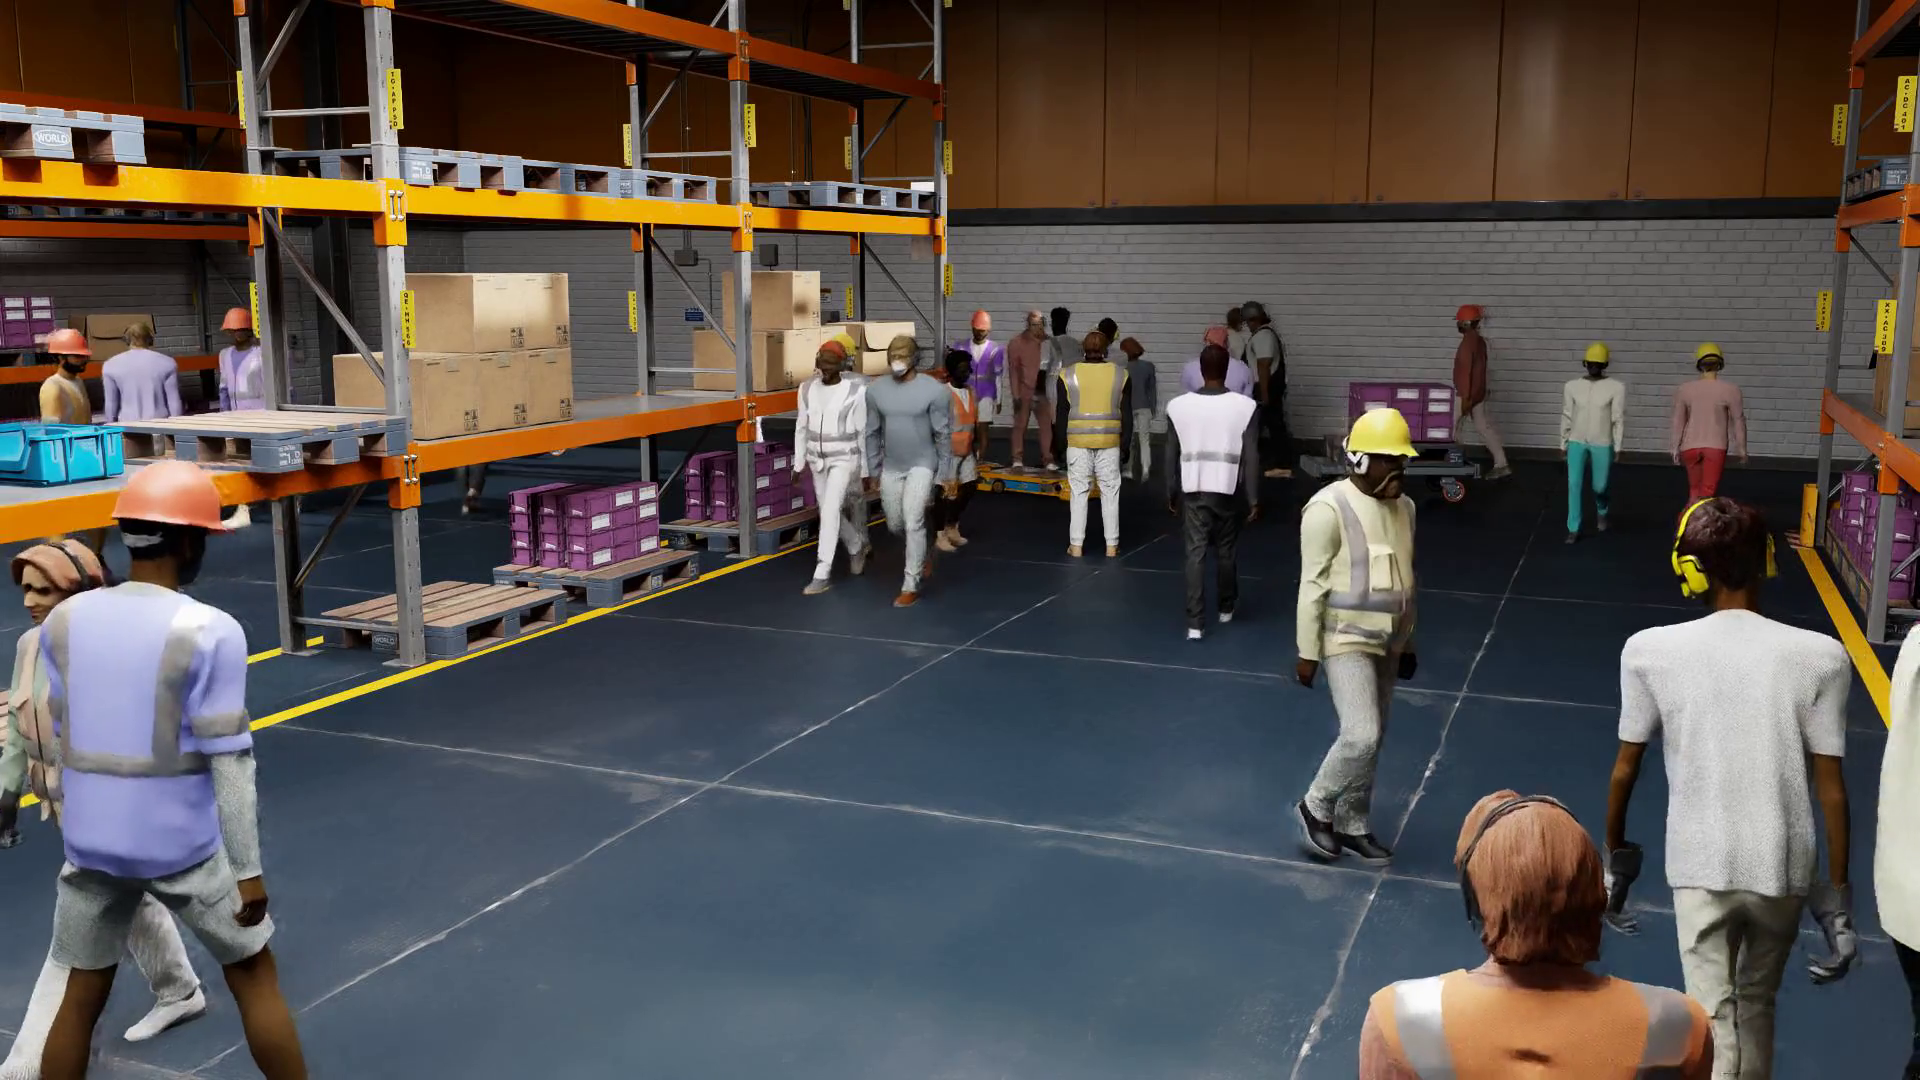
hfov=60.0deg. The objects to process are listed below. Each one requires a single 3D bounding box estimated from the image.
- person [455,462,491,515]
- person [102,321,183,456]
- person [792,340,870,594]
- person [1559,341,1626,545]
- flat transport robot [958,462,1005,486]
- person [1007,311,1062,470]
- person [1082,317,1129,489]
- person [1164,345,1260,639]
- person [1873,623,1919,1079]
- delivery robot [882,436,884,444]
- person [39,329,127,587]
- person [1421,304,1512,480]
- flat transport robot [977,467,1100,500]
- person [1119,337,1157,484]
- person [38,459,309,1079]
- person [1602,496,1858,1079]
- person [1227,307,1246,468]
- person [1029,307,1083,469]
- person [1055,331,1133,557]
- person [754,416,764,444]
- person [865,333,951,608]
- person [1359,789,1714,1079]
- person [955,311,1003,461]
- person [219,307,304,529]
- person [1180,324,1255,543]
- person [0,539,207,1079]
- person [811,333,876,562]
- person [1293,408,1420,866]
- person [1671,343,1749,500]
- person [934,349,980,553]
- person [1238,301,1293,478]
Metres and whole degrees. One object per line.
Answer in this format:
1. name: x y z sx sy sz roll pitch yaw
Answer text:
1. person: -4.681 -1.143 15.798 0.504 1.834 0.437 0 9 3
2. person: -7.277 -1.007 14.846 0.630 1.888 1.030 -4 10 -24
3. person: -0.901 -0.567 12.313 0.571 1.846 0.928 5 11 28
4. person: 5.409 -0.842 14.231 0.535 1.737 0.610 6 11 30
5. flat transport robot: -0.163 -0.773 18.277 0.652 0.197 1.431 -7 12 -35
6. person: 0.859 -1.663 18.885 0.670 1.853 0.937 -4 10 -22
7. person: 1.448 -1.347 17.001 0.533 1.841 0.765 2 10 11
8. person: 1.623 -0.323 10.743 0.625 1.864 1.024 2 10 12
9. person: 2.194 0.823 3.588 0.410 1.944 0.724 1 9 8
10. delivery robot: -0.883 -1.093 19.074 0.477 0.478 0.707 -8 12 -40
11. person: -6.361 -0.561 12.019 0.648 1.911 0.567 -1 9 -4
12. person: 5.672 -1.624 18.372 0.998 1.956 0.642 7 12 38
13. flat transport robot: 0.840 -0.597 17.209 1.431 0.197 0.652 8 12 41
14. person: 1.925 -1.428 18.216 0.522 1.590 0.794 -1 9 -8
15. person: -1.945 0.746 4.217 0.730 1.895 0.532 2 10 10
16. person: 1.829 0.809 3.990 0.547 1.820 0.829 4 10 21
17. person: 3.116 -1.719 19.208 0.679 1.917 0.633 -2 10 -11
18. person: 1.178 -1.642 18.618 0.992 1.916 0.646 9 13 44
19. person: 1.090 -0.779 13.565 0.633 1.842 0.429 0 9 0
20. person: -2.346 -1.605 18.619 0.582 1.828 0.733 -9 13 -42
21. person: -0.328 -0.514 11.781 0.644 1.917 0.770 4 10 21
22. person: 0.857 1.162 2.551 0.519 1.593 0.866 2 10 13
23. person: 0.206 -1.632 18.680 0.595 1.885 0.945 1 9 8
24. person: -6.456 -1.145 15.325 0.598 2.004 1.022 5 10 26
25. person: 2.191 -0.901 14.208 0.641 1.875 0.819 0 9 2
26. person: -2.571 0.791 4.791 0.532 1.587 0.852 7 11 35
27. person: -0.930 -0.727 13.270 0.587 1.835 0.404 2 10 11
28. person: 1.584 0.391 6.511 0.603 1.820 0.426 -7 12 -38
29. person: 6.175 -0.746 13.682 0.781 1.733 0.538 -9 13 -43
30. person: -0.068 -0.738 13.797 0.405 1.688 0.551 8 12 39
31. person: 3.288 -1.708 18.590 0.999 2.000 0.750 4 10 23
